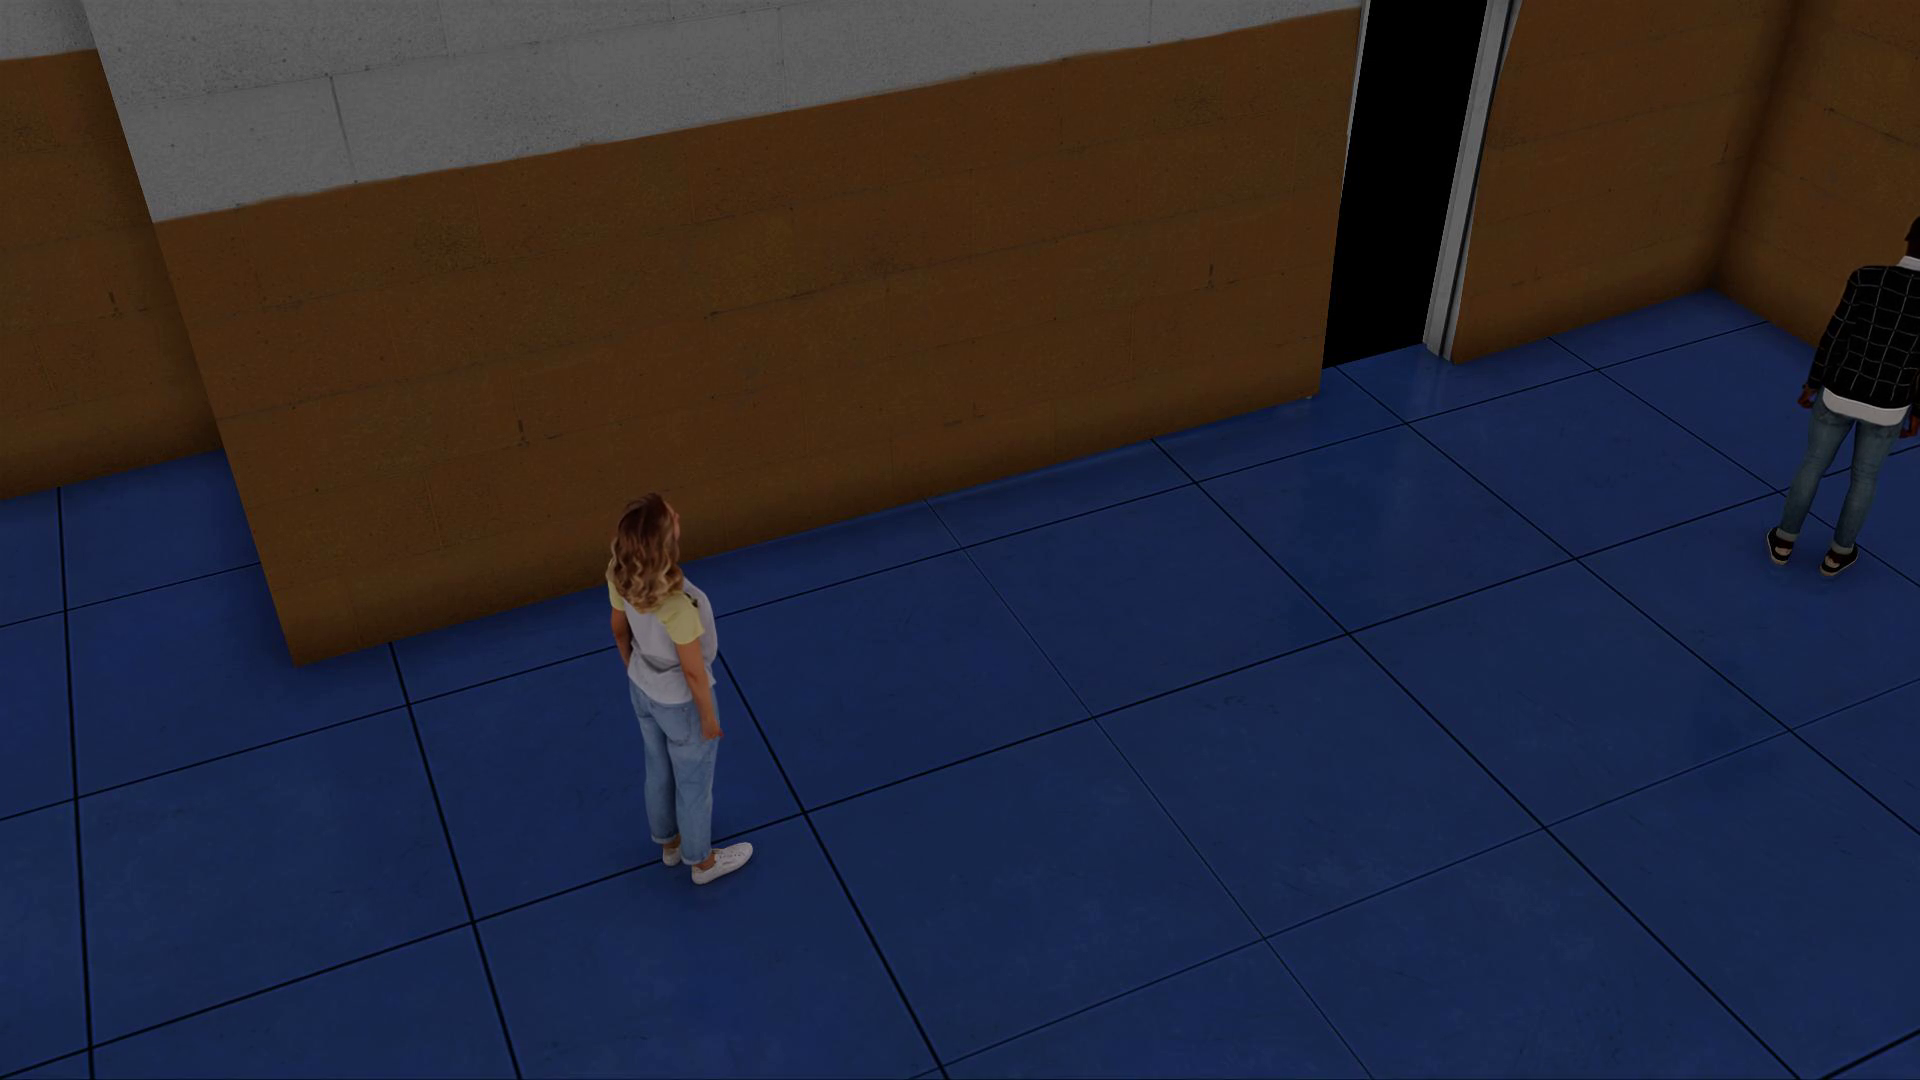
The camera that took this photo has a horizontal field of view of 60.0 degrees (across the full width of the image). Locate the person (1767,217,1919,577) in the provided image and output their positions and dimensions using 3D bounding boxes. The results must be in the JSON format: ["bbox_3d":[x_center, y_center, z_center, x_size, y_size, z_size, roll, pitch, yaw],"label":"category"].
[{"bbox_3d":[4.108,-0.651,7.550,0.701,1.820,0.811,19,41,23],"label":"person"}]

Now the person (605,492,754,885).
[{"bbox_3d":[-1.046,0.562,6.002,0.616,1.722,0.759,29,46,33],"label":"person"}]
